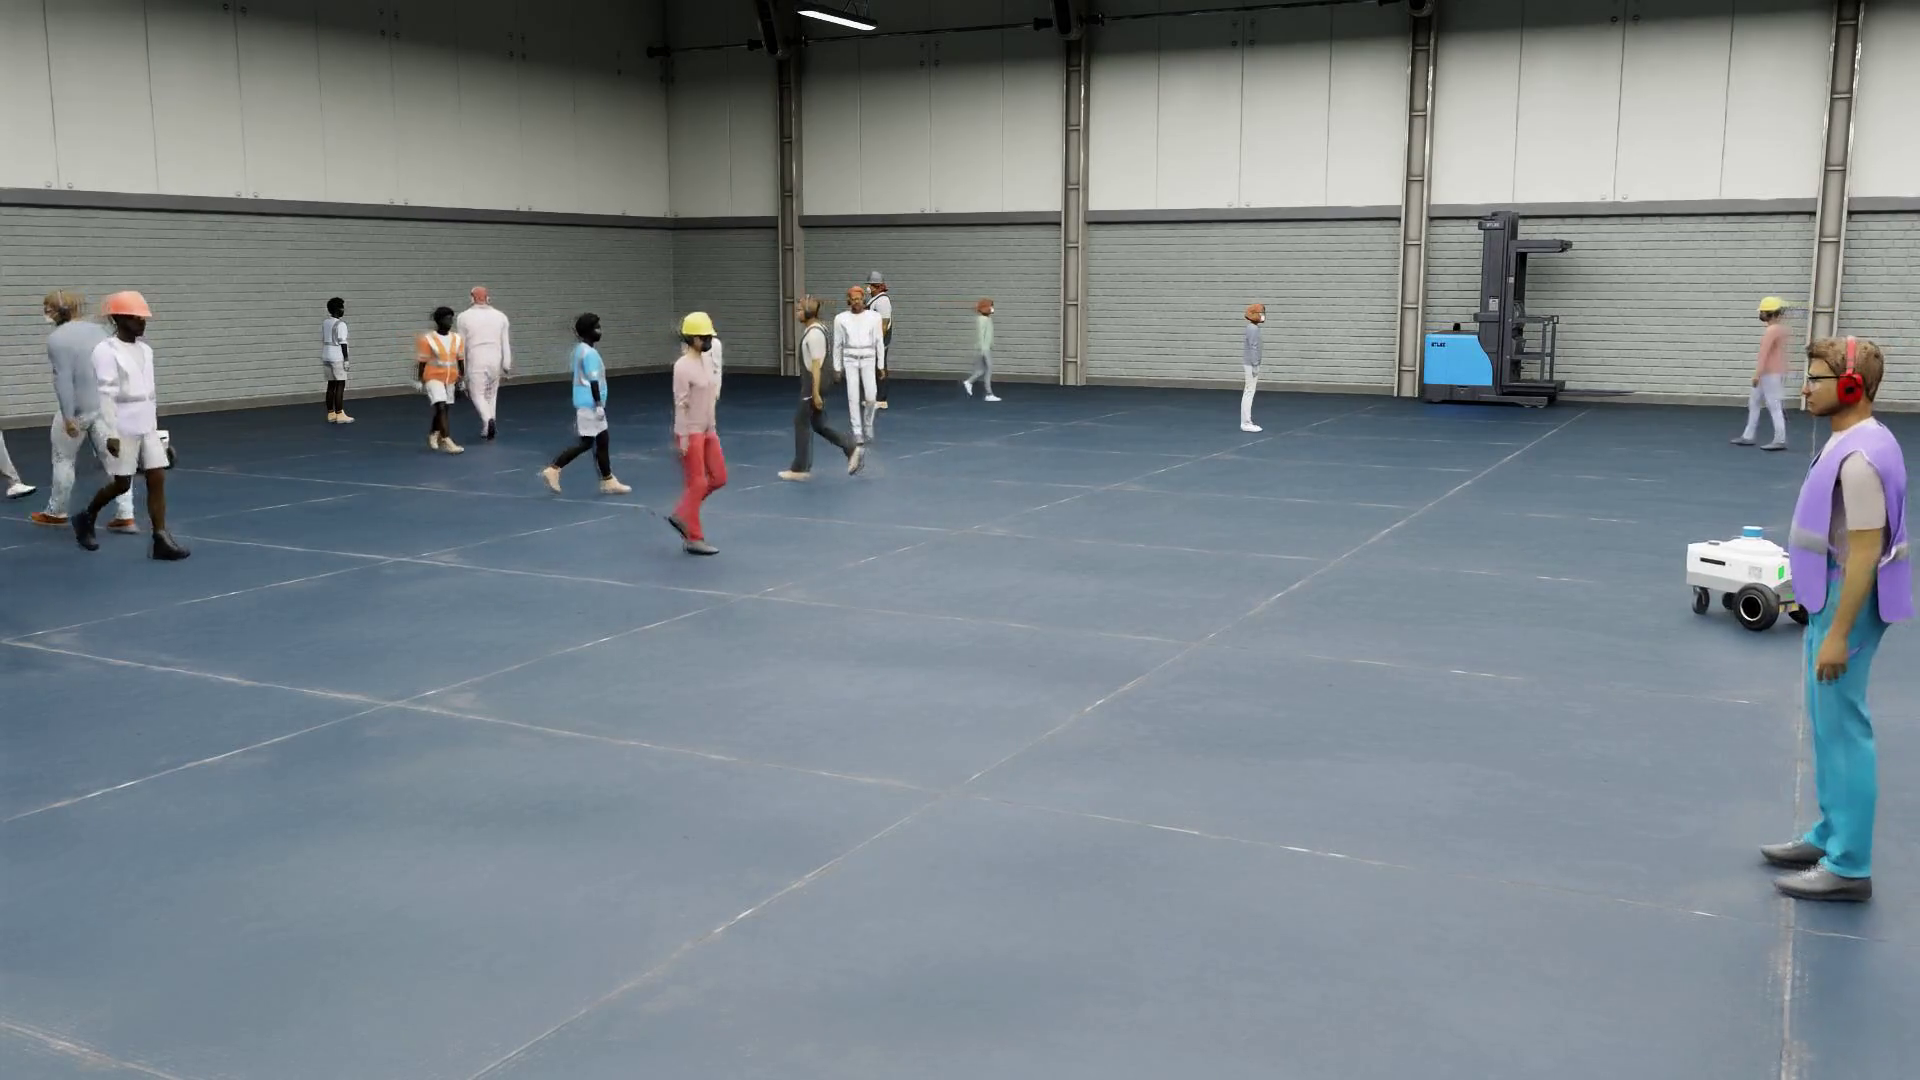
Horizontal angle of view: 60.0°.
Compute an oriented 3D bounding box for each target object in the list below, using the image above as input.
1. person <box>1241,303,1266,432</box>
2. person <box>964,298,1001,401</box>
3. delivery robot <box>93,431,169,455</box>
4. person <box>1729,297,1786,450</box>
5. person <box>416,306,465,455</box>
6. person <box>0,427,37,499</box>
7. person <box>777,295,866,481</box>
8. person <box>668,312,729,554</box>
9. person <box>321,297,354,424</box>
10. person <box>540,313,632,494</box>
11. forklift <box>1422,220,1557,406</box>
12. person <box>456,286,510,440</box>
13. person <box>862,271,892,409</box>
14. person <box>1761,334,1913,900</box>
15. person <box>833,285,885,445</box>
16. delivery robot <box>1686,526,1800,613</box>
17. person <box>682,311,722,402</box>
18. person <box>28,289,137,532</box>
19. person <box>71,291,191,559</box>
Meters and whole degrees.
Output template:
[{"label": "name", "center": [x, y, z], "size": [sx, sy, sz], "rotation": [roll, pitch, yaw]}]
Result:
[{"label": "person", "center": [3.772, -2.220, 21.364], "size": [0.280, 1.631, 0.507], "rotation": [1, 9, 6]}, {"label": "person", "center": [0.356, -3.010, 26.293], "size": [0.565, 1.618, 0.504], "rotation": [3, 10, 16]}, {"label": "delivery robot", "center": [-8.536, -1.016, 17.099], "size": [0.707, 0.478, 0.477], "rotation": [1, 9, 6]}, {"label": "person", "center": [9.163, -1.908, 19.071], "size": [0.750, 1.737, 0.556], "rotation": [7, 11, 35]}, {"label": "person", "center": [-5.889, -1.809, 18.771], "size": [0.870, 1.653, 0.566], "rotation": [8, 12, 39]}, {"label": "person", "center": [-8.682, -1.265, 14.700], "size": [0.919, 1.890, 0.594], "rotation": [3, 10, 20]}, {"label": "person", "center": [-1.369, -1.487, 16.282], "size": [0.801, 1.827, 0.519], "rotation": [1, 9, 5]}, {"label": "person", "center": [-1.920, -0.778, 12.091], "size": [0.411, 1.752, 0.545], "rotation": [3, 10, 18]}, {"label": "person", "center": [-8.436, -2.434, 22.514], "size": [0.530, 1.689, 0.322], "rotation": [8, 12, 40]}, {"label": "person", "center": [-3.441, -1.238, 15.185], "size": [0.769, 1.674, 0.534], "rotation": [-3, 10, -16]}, {"label": "forklift", "center": [8.245, -3.527, 25.720], "size": [1.873, 2.768, 1.129], "rotation": [5, 10, 27]}, {"label": "person", "center": [-5.770, -2.143, 20.173], "size": [0.645, 1.875, 0.825], "rotation": [-6, 11, -33]}, {"label": "person", "center": [-1.293, -2.984, 24.949], "size": [0.538, 2.000, 0.683], "rotation": [-2, 9, -14]}, {"label": "person", "center": [2.912, 0.253, 5.467], "size": [0.373, 1.841, 0.570], "rotation": [4, 10, 24]}, {"label": "person", "center": [-1.191, -2.057, 19.619], "size": [0.619, 1.870, 0.410], "rotation": [0, 9, -2]}, {"label": "delivery robot", "center": [4.663, 0.163, 9.826], "size": [0.477, 0.478, 0.707], "rotation": [-4, 10, -25]}, {"label": "person", "center": [-2.717, -1.600, 17.550], "size": [0.522, 1.619, 0.421], "rotation": [5, 10, 27]}, {"label": "person", "center": [-6.930, -1.004, 13.033], "size": [0.951, 1.890, 0.729], "rotation": [3, 10, 16]}, {"label": "person", "center": [-5.956, -0.816, 11.853], "size": [0.817, 1.918, 0.556], "rotation": [3, 10, 15]}]
